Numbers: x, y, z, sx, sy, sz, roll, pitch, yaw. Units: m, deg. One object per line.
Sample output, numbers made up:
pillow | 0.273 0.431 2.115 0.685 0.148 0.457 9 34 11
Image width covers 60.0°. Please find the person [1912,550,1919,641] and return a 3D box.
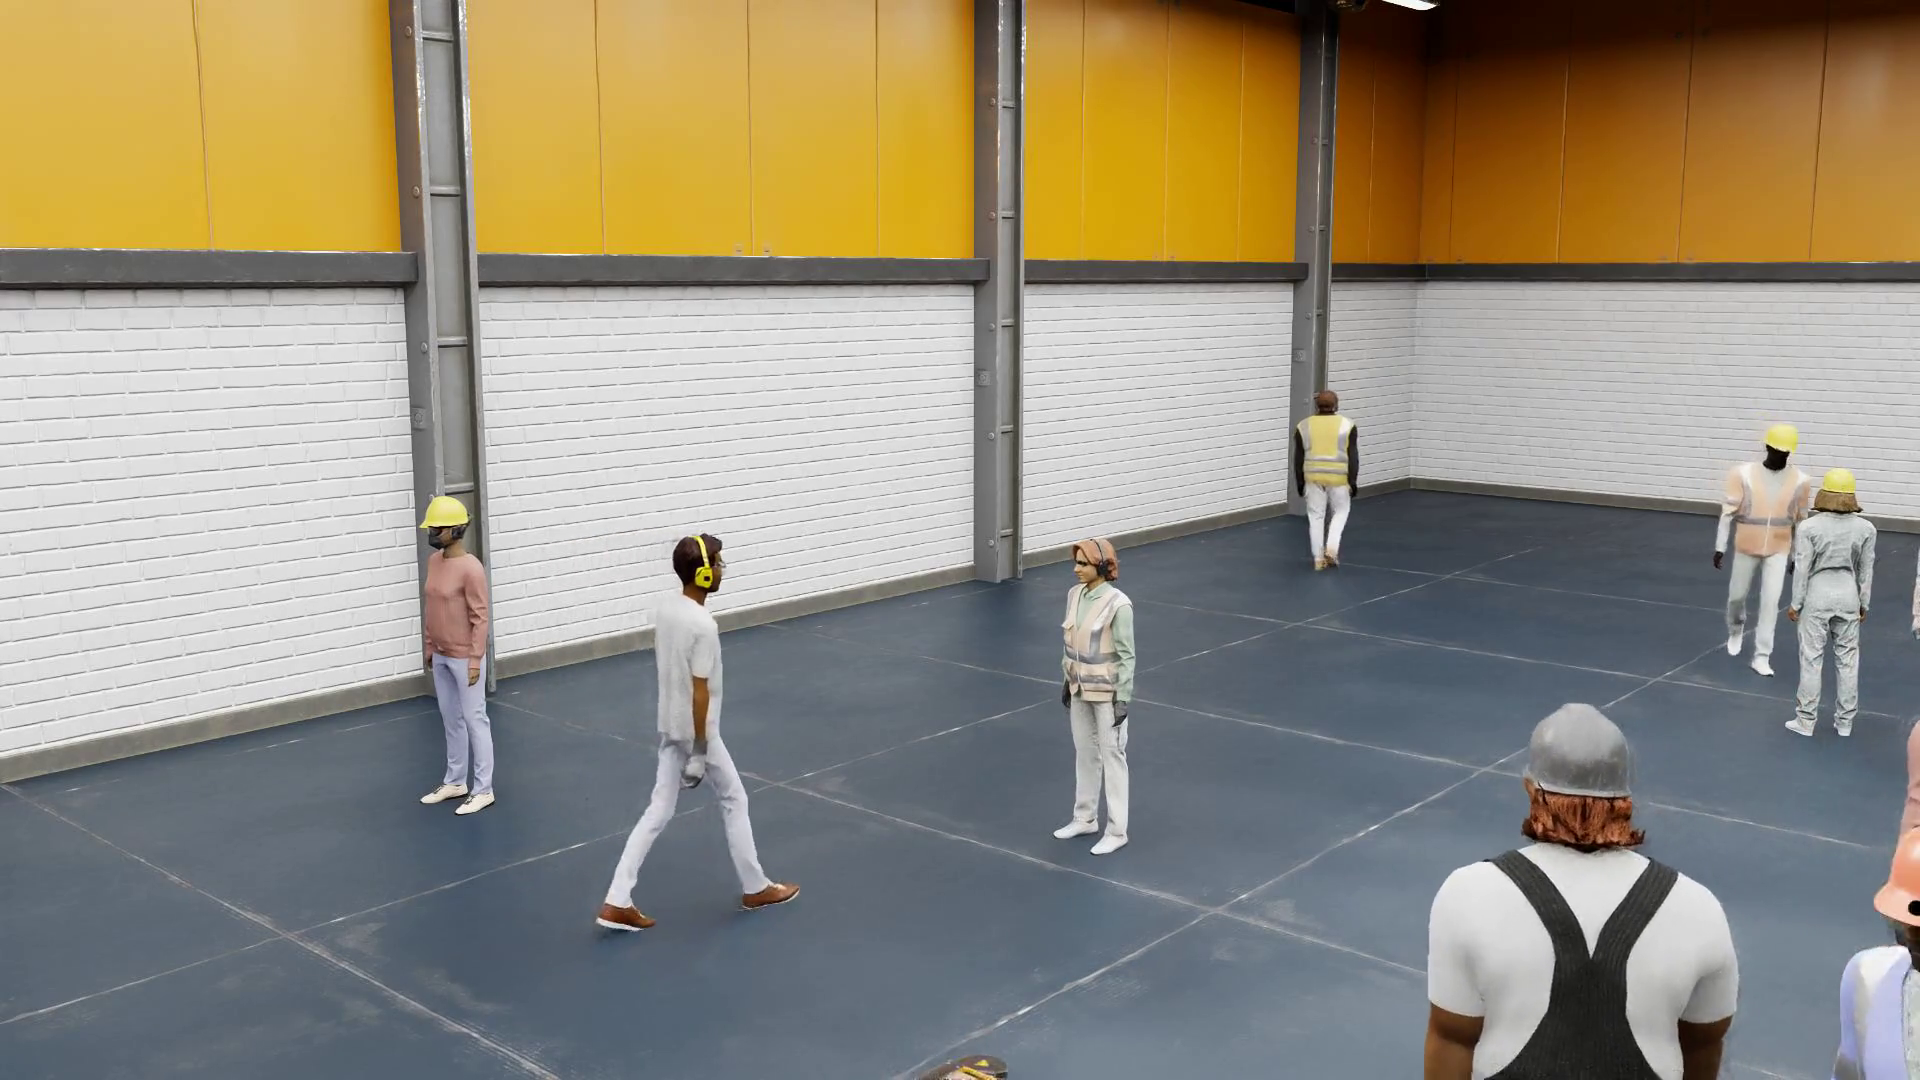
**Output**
person | 6.299 0.510 10.514 0.501 1.612 0.417 4 10 25

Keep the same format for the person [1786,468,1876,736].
person | 5.619 0.403 10.761 0.494 1.743 0.304 1 9 5

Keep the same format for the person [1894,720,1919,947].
person | 3.396 1.177 5.419 0.669 1.892 0.485 1 9 5

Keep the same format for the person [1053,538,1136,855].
person | 0.705 0.799 8.601 0.310 1.638 0.523 -6 11 -32

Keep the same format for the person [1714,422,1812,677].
person | 6.066 0.031 12.613 0.641 1.895 0.834 3 10 18

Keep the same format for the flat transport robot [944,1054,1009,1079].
flat transport robot | -0.156 2.020 5.211 0.652 0.197 1.431 8 12 40

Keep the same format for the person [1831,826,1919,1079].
person | 2.082 1.480 3.463 0.665 1.922 0.553 -4 10 -26

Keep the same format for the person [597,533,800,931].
person | -1.245 0.872 7.600 0.985 1.827 0.519 -8 12 -41

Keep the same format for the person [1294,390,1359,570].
person | 3.694 -0.601 16.785 0.654 1.829 0.446 4 10 21

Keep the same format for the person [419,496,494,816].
person | -2.809 0.635 9.235 0.525 1.769 0.313 8 12 40
